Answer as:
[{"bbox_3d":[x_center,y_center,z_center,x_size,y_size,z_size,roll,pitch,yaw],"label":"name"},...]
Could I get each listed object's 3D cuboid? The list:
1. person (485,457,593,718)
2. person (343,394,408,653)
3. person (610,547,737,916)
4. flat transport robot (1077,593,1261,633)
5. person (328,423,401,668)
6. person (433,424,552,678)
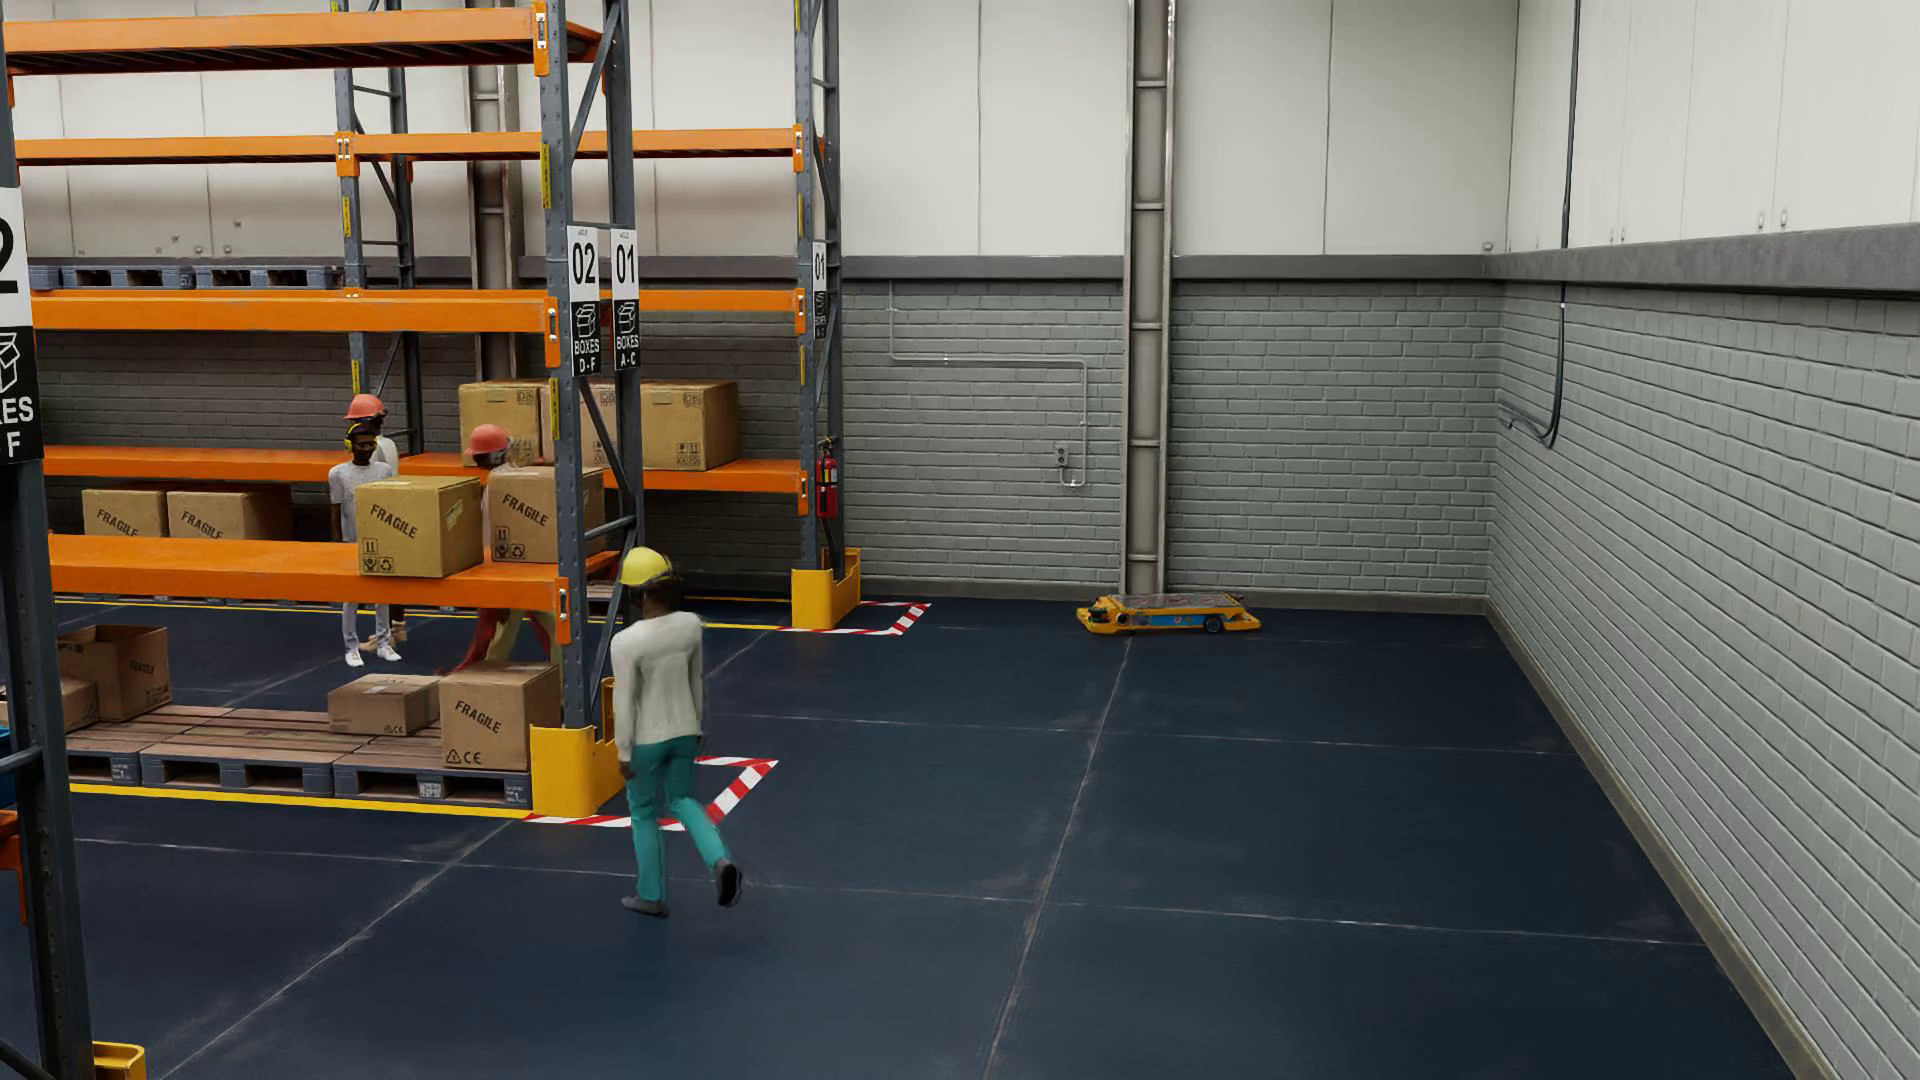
[{"bbox_3d":[-2.807,0.342,10.981,0.900,1.772,0.573,4,10,22],"label":"person"},{"bbox_3d":[-4.618,-0.132,13.123,0.400,2.039,0.610,0,9,-1],"label":"person"},{"bbox_3d":[-1.337,0.899,7.598,0.553,1.746,0.528,9,12,43],"label":"person"},{"bbox_3d":[1.746,0.606,14.000,1.431,0.197,0.652,-1,9,-6],"label":"flat transport robot"},{"bbox_3d":[-4.523,0.032,12.658,0.516,1.861,0.319,-8,12,-41],"label":"person"},{"bbox_3d":[-3.213,0.143,11.702,1.016,1.934,0.645,1,9,9],"label":"person"}]
